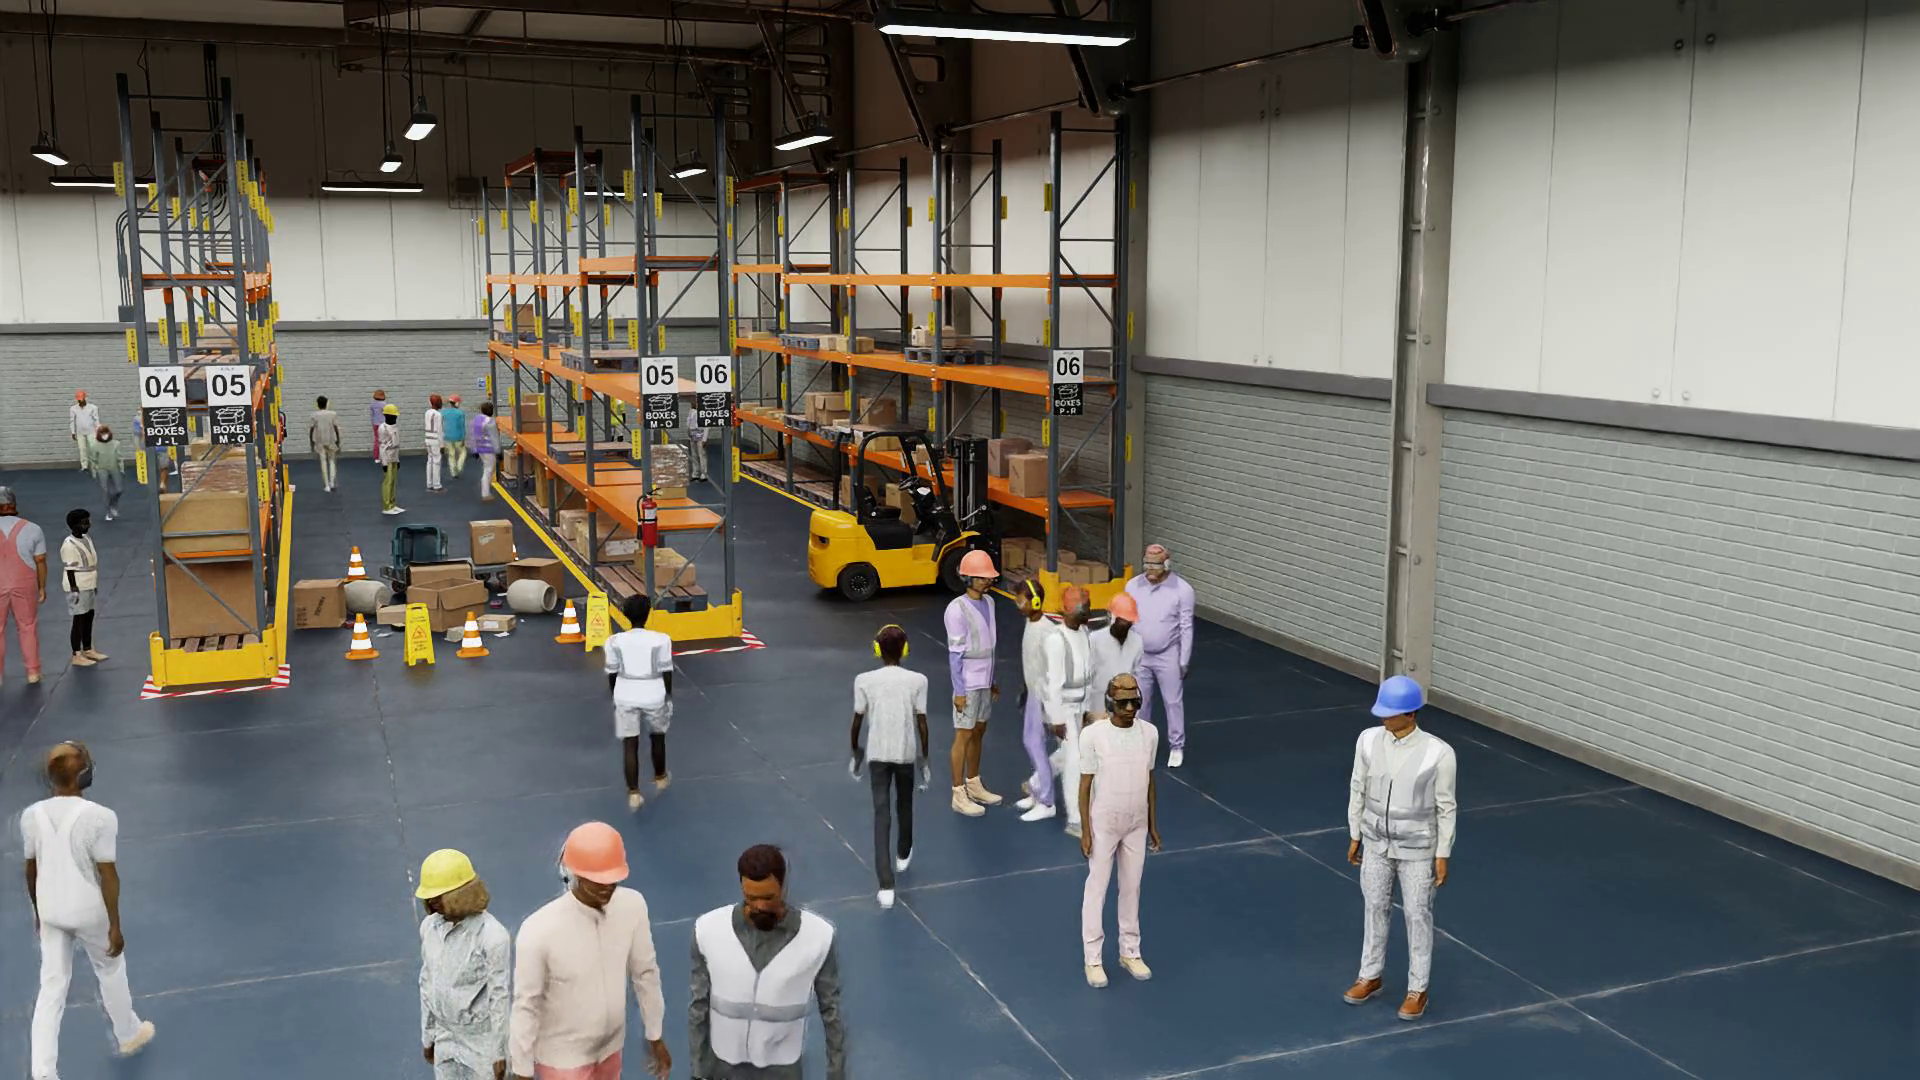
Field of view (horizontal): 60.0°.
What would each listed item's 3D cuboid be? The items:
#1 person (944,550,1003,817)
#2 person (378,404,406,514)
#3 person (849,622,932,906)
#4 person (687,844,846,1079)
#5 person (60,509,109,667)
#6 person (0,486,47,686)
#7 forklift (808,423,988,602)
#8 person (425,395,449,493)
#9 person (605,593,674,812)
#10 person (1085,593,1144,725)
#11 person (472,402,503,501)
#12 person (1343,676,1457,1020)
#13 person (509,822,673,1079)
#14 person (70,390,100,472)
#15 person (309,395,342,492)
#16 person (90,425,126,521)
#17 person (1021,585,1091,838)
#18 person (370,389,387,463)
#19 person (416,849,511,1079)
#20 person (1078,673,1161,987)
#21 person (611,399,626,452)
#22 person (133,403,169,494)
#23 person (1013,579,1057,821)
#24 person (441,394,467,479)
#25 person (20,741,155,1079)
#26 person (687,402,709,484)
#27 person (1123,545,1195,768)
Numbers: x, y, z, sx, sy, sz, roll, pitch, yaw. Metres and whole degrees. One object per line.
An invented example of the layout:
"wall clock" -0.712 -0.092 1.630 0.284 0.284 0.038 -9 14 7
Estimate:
"person" 0.126 1.085 12.810 0.373 2.044 0.606 5 10 28
"person" -9.867 -1.399 28.851 0.392 1.918 0.581 1 9 4
"person" -0.477 1.460 11.184 0.544 1.814 0.992 -1 9 -4
"person" -0.788 2.123 6.758 0.643 1.906 0.405 0 9 0
"person" -9.303 0.502 17.604 0.319 1.688 0.539 -1 9 -7
"person" -9.615 0.450 16.815 0.684 2.000 0.535 -6 11 -35
"forklift" -0.830 -0.399 21.676 2.313 2.155 1.214 -4 10 -21
"person" -10.008 -1.836 31.740 0.355 1.876 0.571 -8 12 -41
"person" -2.486 1.231 13.050 0.540 1.660 0.801 0 9 -3
"person" 1.150 1.241 12.805 0.582 1.724 0.505 -5 10 -27
"person" -8.666 -1.633 30.627 0.501 1.824 0.629 -9 12 -43
"person" 2.443 1.698 9.275 0.613 1.937 0.408 8 12 39
"person" -1.518 2.076 6.794 0.533 1.961 0.641 7 11 36
"person" -18.404 -2.287 34.987 0.575 1.741 0.355 -2 9 -10
"person" -12.224 -1.866 31.990 0.565 1.844 0.741 -4 10 -26
"person" -14.370 -1.129 28.068 0.533 1.622 0.353 -8 12 -41
"person" 0.728 1.251 12.389 0.812 1.855 0.645 6 11 32
"person" -12.779 -2.509 36.711 0.499 1.634 0.279 4 10 25
"person" -2.124 2.149 7.104 0.490 1.728 0.324 5 10 28
"person" 0.933 1.676 9.712 0.504 1.847 0.345 -3 10 -20
"person" -7.659 -2.587 37.011 0.536 1.696 0.318 3 9 17
"person" -14.575 -1.650 30.079 0.641 2.029 0.621 -4 10 -24
"person" 0.610 1.209 12.644 0.444 1.847 0.567 -2 9 -15
"person" -10.261 -2.098 33.834 0.556 1.729 0.427 2 9 14
"person" -4.493 1.904 8.453 0.531 1.799 0.954 0 9 2
"person" -5.237 -2.042 33.151 0.404 1.833 0.590 -9 13 -44
"person" 1.647 0.971 14.008 0.644 1.896 0.397 5 10 27
